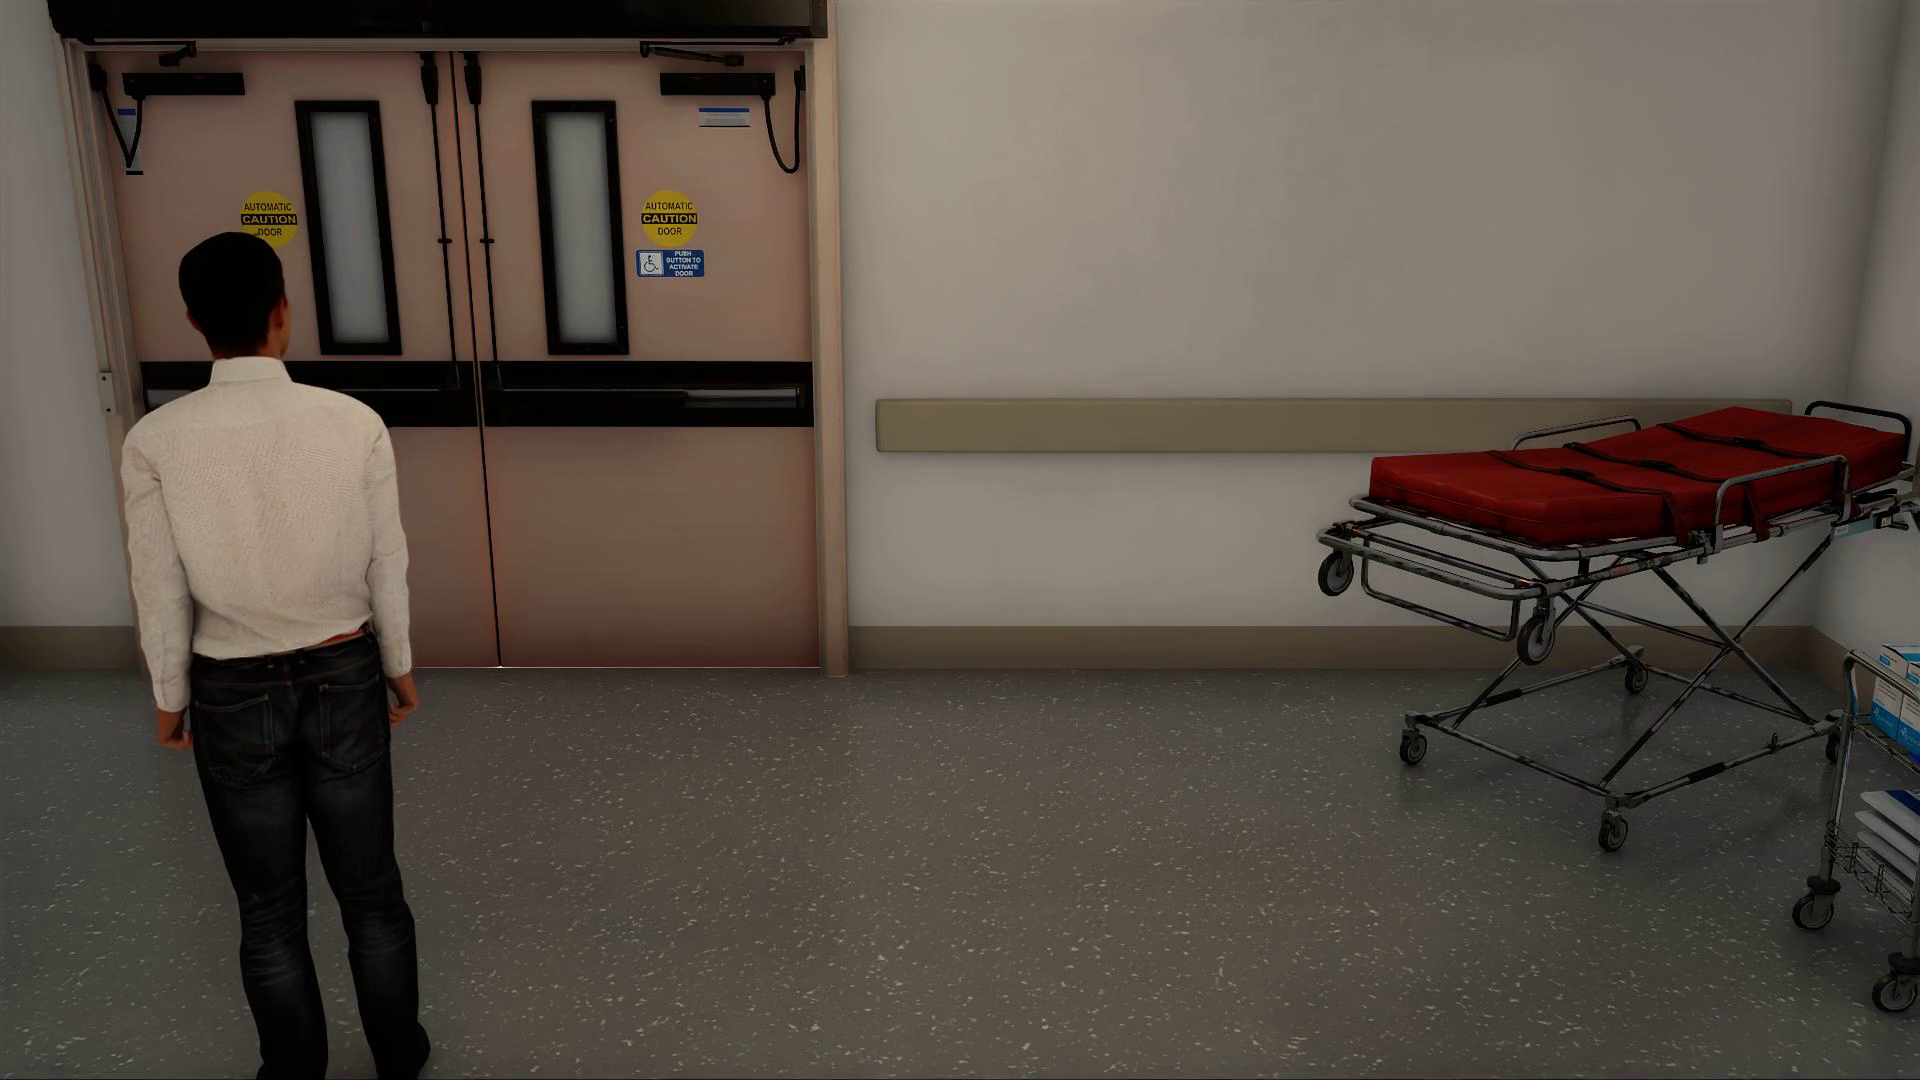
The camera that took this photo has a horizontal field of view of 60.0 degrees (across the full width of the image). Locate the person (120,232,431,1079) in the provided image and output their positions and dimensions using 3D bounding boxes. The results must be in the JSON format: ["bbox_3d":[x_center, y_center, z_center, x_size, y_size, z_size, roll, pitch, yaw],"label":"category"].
[{"bbox_3d":[-1.325,0.307,3.291,0.730,1.810,0.705,-7,17,-24],"label":"person"}]
